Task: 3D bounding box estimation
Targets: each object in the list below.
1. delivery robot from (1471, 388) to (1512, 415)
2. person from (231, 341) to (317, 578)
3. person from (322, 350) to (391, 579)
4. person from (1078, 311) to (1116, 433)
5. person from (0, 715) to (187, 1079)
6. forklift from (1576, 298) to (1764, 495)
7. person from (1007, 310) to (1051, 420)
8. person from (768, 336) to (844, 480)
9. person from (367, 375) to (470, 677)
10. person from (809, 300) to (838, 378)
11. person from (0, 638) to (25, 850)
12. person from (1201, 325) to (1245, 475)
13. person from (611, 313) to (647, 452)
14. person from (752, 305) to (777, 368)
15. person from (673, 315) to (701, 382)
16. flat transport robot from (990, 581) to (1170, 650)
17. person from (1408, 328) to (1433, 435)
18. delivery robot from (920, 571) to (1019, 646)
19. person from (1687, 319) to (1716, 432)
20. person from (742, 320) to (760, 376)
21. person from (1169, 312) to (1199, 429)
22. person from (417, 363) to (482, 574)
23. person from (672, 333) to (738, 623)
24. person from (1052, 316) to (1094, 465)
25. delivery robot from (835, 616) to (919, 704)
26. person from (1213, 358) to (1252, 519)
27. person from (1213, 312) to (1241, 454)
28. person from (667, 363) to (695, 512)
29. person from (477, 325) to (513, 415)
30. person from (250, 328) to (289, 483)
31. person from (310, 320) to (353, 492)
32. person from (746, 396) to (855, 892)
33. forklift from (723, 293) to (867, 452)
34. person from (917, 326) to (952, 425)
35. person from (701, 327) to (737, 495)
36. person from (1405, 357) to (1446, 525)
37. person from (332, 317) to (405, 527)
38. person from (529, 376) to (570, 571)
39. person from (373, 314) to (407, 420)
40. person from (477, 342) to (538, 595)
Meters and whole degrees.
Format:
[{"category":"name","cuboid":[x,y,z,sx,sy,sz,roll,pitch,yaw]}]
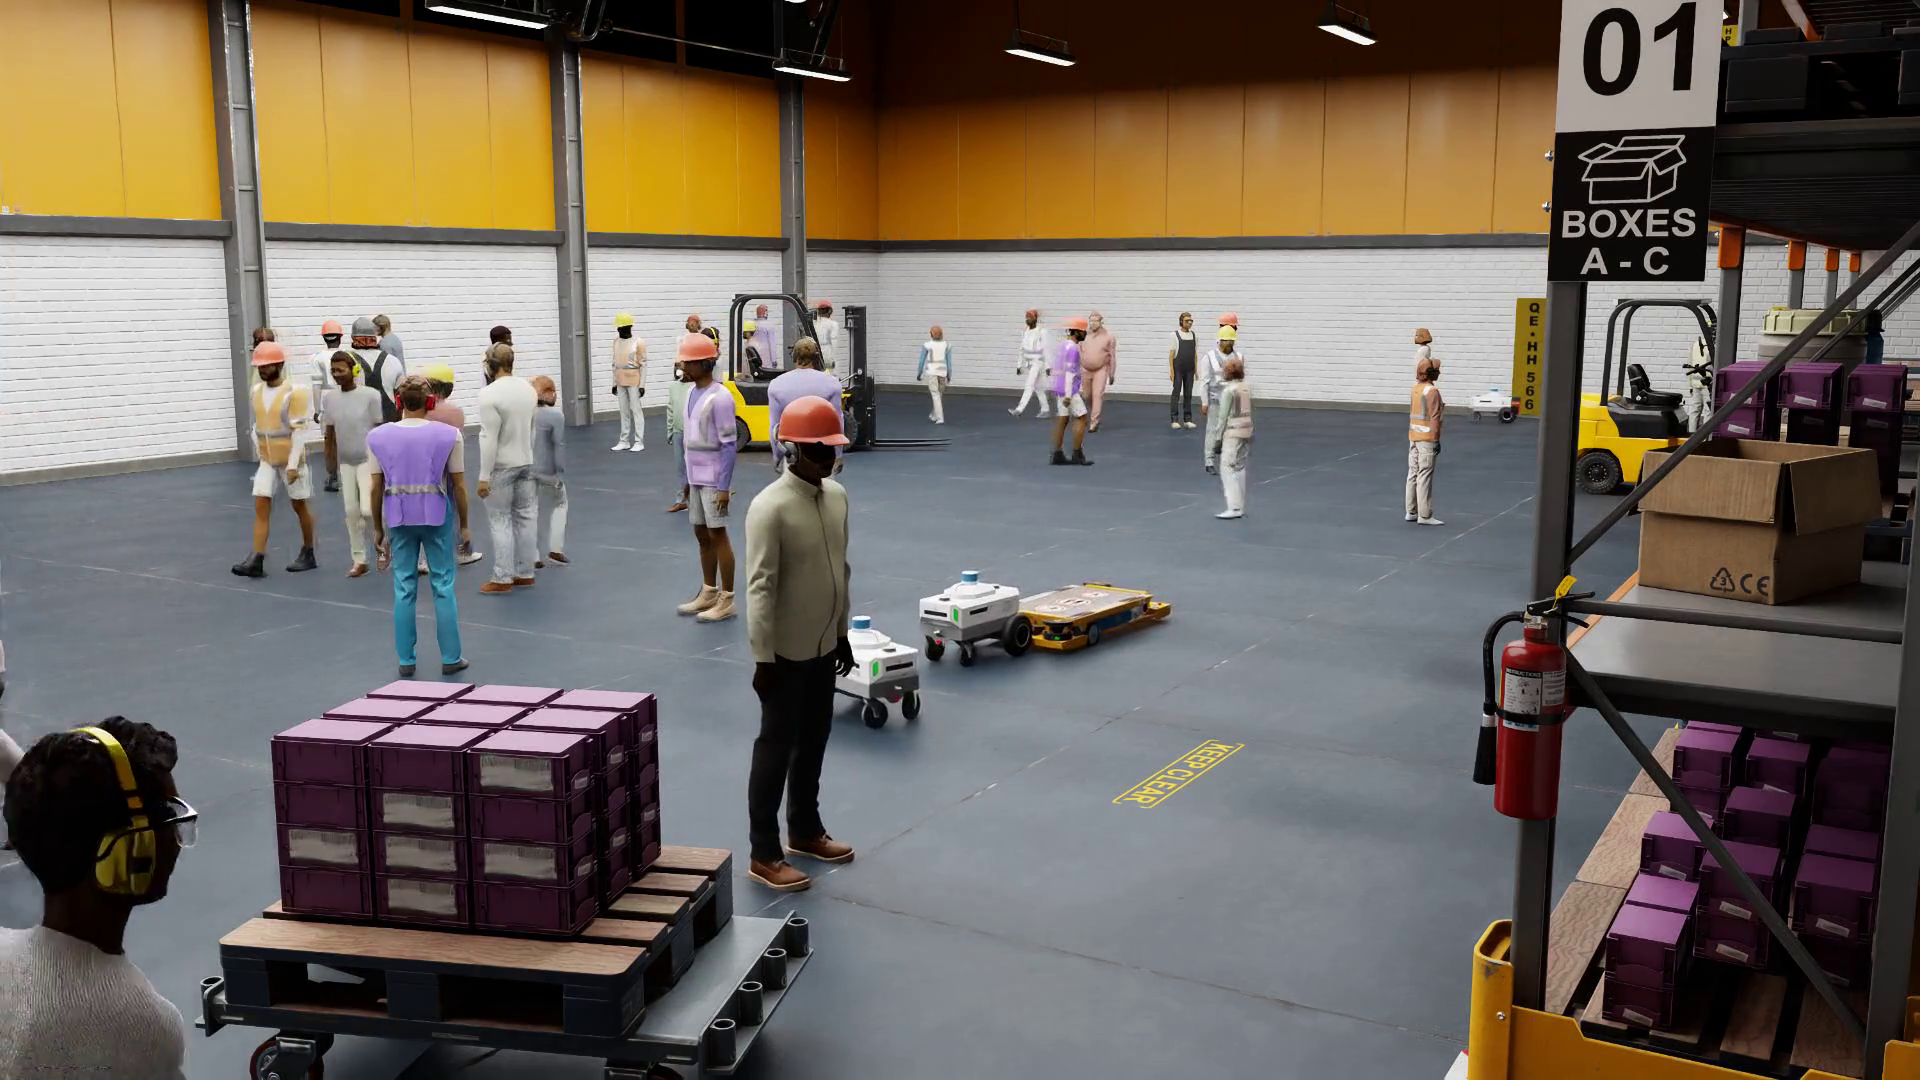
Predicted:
[{"category":"delivery robot","cuboid":[8.835,-2.271,27.526,0.707,0.478,0.477,3,10,21]},{"category":"person","cuboid":[-5.565,-0.637,13.412,0.550,1.896,0.910,3,10,17]},{"category":"person","cuboid":[-4.854,-0.604,13.392,0.547,1.850,0.412,1,9,8]},{"category":"person","cuboid":[2.113,-2.638,25.999,0.648,1.880,0.866,3,10,21]},{"category":"person","cuboid":[-1.205,1.154,2.472,0.543,1.822,0.934,5,10,29]},{"category":"forklift","cuboid":[7.954,-1.589,18.462,2.313,2.155,1.214,5,11,30]},{"category":"person","cuboid":[1.174,-2.943,28.023,0.996,1.828,0.603,-6,11,-35]},{"category":"person","cuboid":[-1.262,-0.707,13.750,0.627,1.940,0.371,1,9,5]},{"category":"person","cuboid":[-3.283,-0.078,10.122,0.572,1.841,0.373,-1,9,-8]},{"category":"person","cuboid":[-2.455,-3.259,29.521,0.605,2.003,0.853,4,10,24]},{"category":"person","cuboid":[-4.135,0.454,6.772,0.660,1.862,0.988,6,11,34]},{"category":"person","cuboid":[3.231,-1.711,20.358,0.600,1.827,0.404,-3,10,-19]},{"category":"person","cuboid":[-4.583,-2.174,22.965,0.585,1.920,0.382,5,11,31]},{"category":"person","cuboid":[-3.508,-3.235,29.652,0.641,1.904,0.405,7,12,38]},{"category":"person","cuboid":[-4.029,-2.516,25.367,0.560,1.849,0.929,2,9,12]},{"category":"flat transport robot","cuboid":[0.812,0.502,11.397,0.652,0.197,1.431,7,11,35]},{"category":"person","cuboid":[6.979,-2.385,25.172,0.285,1.633,0.500,4,10,25]},{"category":"delivery robot","cuboid":[0.061,0.442,10.595,0.477,0.478,0.707,7,12,38]},{"category":"person","cuboid":[10.419,-2.167,23.191,0.404,1.833,0.592,-4,10,-21]},{"category":"person","cuboid":[-3.212,-2.465,25.281,0.362,1.750,0.554,-6,11,-32]},{"category":"person","cuboid":[3.555,-2.685,26.387,0.509,1.846,0.342,-4,10,-22]},{"category":"person","cuboid":[-4.296,-0.594,13.727,0.524,1.718,0.908,2,9,11]},{"category":"person","cuboid":[-1.813,-0.436,11.745,0.395,2.038,0.614,-6,11,-34]},{"category":"person","cuboid":[1.483,-1.899,21.267,0.663,1.909,0.557,-1,9,-9]},{"category":"delivery robot","cuboid":[-0.543,0.666,9.197,0.477,0.478,0.707,-7,12,-39]},{"category":"person","cuboid":[2.754,-1.012,16.684,0.328,1.618,0.609,7,11,37]},{"category":"person","cuboid":[3.630,-2.143,22.719,0.375,1.935,0.551,-1,9,-5]},{"category":"person","cuboid":[-2.796,-1.080,17.033,0.505,1.633,0.279,5,10,28]},{"category":"person","cuboid":[-4.895,-1.307,17.589,0.384,1.915,0.594,-1,9,-8]},{"category":"person","cuboid":[-8.192,-1.582,19.602,0.661,1.822,0.638,-4,10,-23]},{"category":"person","cuboid":[-7.026,-1.505,18.762,0.542,1.929,0.374,-5,11,-30]},{"category":"person","cuboid":[-0.623,0.410,6.678,0.431,1.981,0.637,5,10,27]},{"category":"forklift","cuboid":[-2.458,-2.344,23.176,2.313,2.155,1.214,0,9,-2]},{"category":"person","cuboid":[-0.409,-2.689,27.189,0.526,1.589,0.861,-4,10,-24]},{"category":"person","cuboid":[-2.742,-1.420,18.415,0.508,1.872,0.328,7,12,38]},{"category":"person","cuboid":[4.558,-0.967,16.303,0.310,1.642,0.514,-2,9,-10]},{"category":"person","cuboid":[-5.786,-1.155,16.227,0.688,2.000,0.539,-7,11,-37]},{"category":"person","cuboid":[-3.473,-0.560,13.844,0.514,1.610,0.539,2,9,13]},{"category":"person","cuboid":[-7.563,-2.044,22.164,0.431,1.915,0.653,-1,9,-5]},{"category":"person","cuboid":[-3.469,-0.547,12.760,0.361,1.937,0.640,4,10,23]}]
